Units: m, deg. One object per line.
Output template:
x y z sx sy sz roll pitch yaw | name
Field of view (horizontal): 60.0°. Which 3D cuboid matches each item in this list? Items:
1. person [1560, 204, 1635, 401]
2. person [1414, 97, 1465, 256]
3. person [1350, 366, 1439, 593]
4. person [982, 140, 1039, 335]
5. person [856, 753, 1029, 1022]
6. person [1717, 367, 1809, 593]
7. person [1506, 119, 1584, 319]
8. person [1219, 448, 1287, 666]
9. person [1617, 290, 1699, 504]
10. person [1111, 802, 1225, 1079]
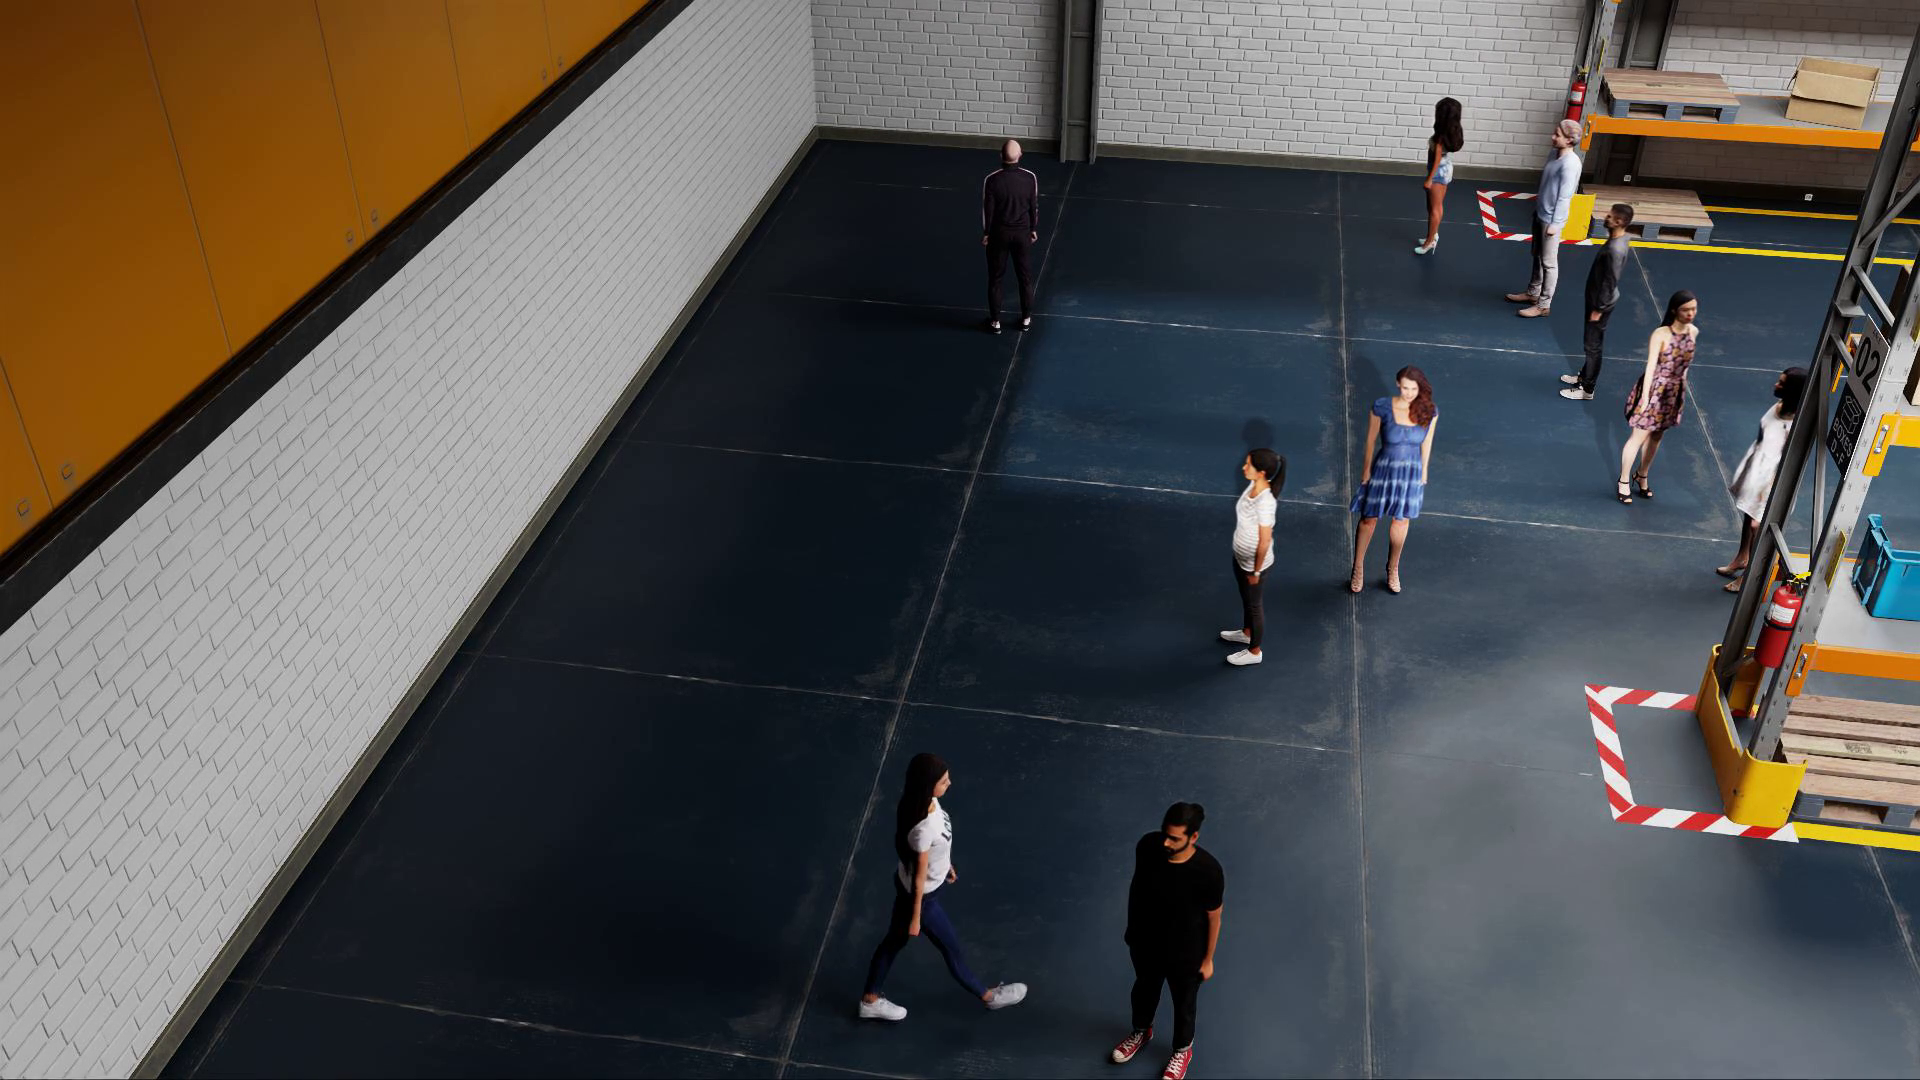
5.493 -2.043 14.232 0.621 1.760 0.666 14 36 20 | person
4.834 -3.681 16.818 0.628 1.626 0.619 15 36 21 | person
3.062 -0.413 11.739 0.554 1.806 0.759 1 34 1 | person
0.460 -2.775 15.263 0.645 1.837 0.803 -6 34 -9 | person
-0.305 1.815 8.452 1.194 1.734 0.811 -2 34 -2 | person
5.708 -0.425 11.786 0.609 1.774 0.630 6 34 8 | person
5.542 -3.027 15.592 0.638 1.894 0.693 0 34 -1 | person
1.962 0.102 11.110 0.565 1.645 0.603 0 34 0 | person
5.382 -1.098 12.797 0.777 1.775 0.856 -13 36 -18 | person
1.038 1.969 8.198 0.637 1.758 0.774 20 39 28 | person
